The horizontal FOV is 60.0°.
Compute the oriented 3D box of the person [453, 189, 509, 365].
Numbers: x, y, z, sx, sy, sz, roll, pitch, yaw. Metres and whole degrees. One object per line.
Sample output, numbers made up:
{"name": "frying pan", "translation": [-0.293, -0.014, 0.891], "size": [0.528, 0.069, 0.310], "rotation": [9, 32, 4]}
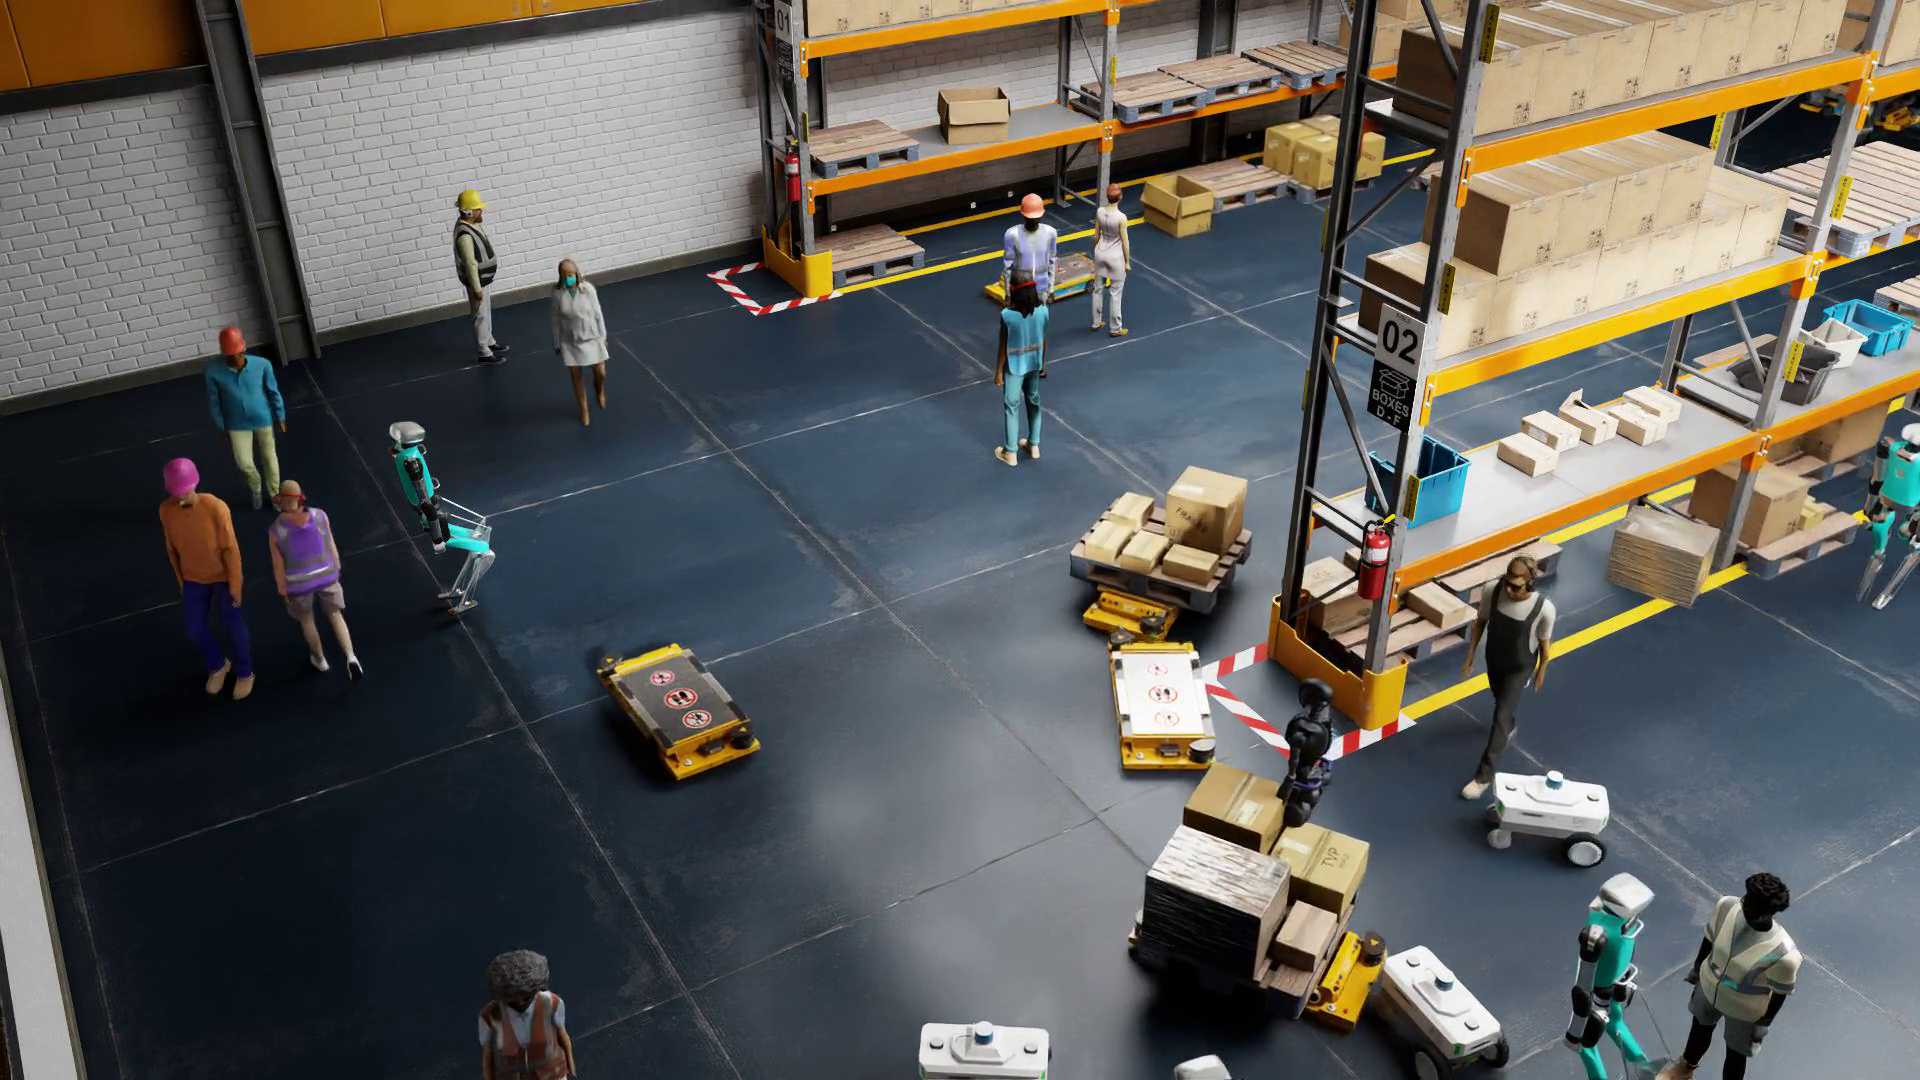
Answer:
{"name": "person", "translation": [-4.887, -2.675, 16.890], "size": [0.403, 1.825, 0.589], "rotation": [-5, 32, -8]}

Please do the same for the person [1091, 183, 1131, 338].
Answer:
{"name": "person", "translation": [1.591, -2.940, 17.461], "size": [0.447, 1.659, 0.284], "rotation": [24, 39, 33]}

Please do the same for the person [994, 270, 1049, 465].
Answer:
{"name": "person", "translation": [0.557, -1.557, 15.073], "size": [0.495, 1.862, 0.396], "rotation": [-17, 36, -25]}

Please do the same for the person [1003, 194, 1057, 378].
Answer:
{"name": "person", "translation": [0.693, -2.506, 16.512], "size": [0.550, 1.935, 0.369], "rotation": [-7, 33, -11]}

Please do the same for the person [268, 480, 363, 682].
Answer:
{"name": "person", "translation": [-4.757, 0.321, 12.216], "size": [0.496, 1.638, 0.619], "rotation": [-22, 38, -30]}

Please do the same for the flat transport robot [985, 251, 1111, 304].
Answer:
{"name": "flat transport robot", "translation": [1.042, -2.919, 18.739], "size": [1.431, 0.231, 0.659], "rotation": [-21, 38, -29]}

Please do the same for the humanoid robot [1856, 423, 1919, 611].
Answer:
{"name": "humanoid robot", "translation": [7.399, -0.116, 13.005], "size": [0.814, 1.888, 0.535], "rotation": [-18, 36, -26]}

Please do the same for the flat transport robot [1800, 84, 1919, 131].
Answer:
{"name": "flat transport robot", "translation": [12.983, -6.211, 23.990], "size": [0.659, 0.231, 1.431], "rotation": [-26, 40, -35]}

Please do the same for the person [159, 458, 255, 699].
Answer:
{"name": "person", "translation": [-5.427, 0.293, 12.020], "size": [0.531, 1.966, 0.483], "rotation": [-2, 32, -3]}

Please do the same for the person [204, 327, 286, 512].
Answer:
{"name": "person", "translation": [-6.109, -1.026, 14.326], "size": [0.584, 1.739, 0.388], "rotation": [-14, 35, -21]}

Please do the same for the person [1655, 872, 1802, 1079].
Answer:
{"name": "person", "translation": [4.111, 2.430, 8.862], "size": [0.316, 1.696, 0.540], "rotation": [-15, 35, -22]}

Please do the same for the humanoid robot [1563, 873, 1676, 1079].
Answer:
{"name": "humanoid robot", "translation": [3.461, 2.568, 8.651], "size": [0.542, 1.839, 0.659], "rotation": [-28, 41, -37]}

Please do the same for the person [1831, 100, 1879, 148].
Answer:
{"name": "person", "translation": [10.758, -4.718, 20.132], "size": [0.563, 1.838, 0.390], "rotation": [-16, 36, -24]}

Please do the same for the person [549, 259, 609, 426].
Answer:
{"name": "person", "translation": [-3.607, -1.876, 15.765], "size": [0.523, 1.649, 0.392], "rotation": [-6, 33, -10]}

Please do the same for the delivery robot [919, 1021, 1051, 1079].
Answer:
{"name": "delivery robot", "translation": [0.156, 2.905, 9.184], "size": [0.775, 0.596, 0.499], "rotation": [2, 32, 3]}

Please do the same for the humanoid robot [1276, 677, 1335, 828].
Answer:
{"name": "humanoid robot", "translation": [2.069, 1.538, 10.306], "size": [0.391, 1.654, 0.586], "rotation": [18, 36, 26]}

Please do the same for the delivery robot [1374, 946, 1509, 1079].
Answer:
{"name": "delivery robot", "translation": [2.733, 2.697, 9.503], "size": [0.499, 0.583, 0.777], "rotation": [-14, 35, -21]}

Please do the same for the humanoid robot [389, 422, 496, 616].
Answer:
{"name": "humanoid robot", "translation": [-3.935, -0.211, 12.909], "size": [0.735, 1.681, 0.533], "rotation": [-16, 35, -24]}

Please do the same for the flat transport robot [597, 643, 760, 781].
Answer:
{"name": "flat transport robot", "translation": [-2.078, 1.205, 12.163], "size": [0.659, 0.231, 1.431], "rotation": [-19, 37, -27]}

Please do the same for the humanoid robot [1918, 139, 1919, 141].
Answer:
{"name": "humanoid robot", "translation": [13.461, -6.257, 22.742], "size": [0.591, 1.650, 0.343], "rotation": [-16, 36, -24]}

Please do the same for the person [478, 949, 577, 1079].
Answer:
{"name": "person", "translation": [-2.208, 2.675, 8.518], "size": [0.451, 1.654, 0.811], "rotation": [-8, 33, -12]}

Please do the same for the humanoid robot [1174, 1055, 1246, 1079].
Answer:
{"name": "humanoid robot", "translation": [0.968, 2.979, 7.986], "size": [0.530, 1.800, 0.797], "rotation": [-15, 35, -22]}

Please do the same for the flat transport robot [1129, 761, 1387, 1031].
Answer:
{"name": "flat transport robot", "translation": [1.819, 2.458, 10.163], "size": [1.431, 0.231, 0.659], "rotation": [17, 36, 24]}

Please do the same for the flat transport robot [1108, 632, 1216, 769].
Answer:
{"name": "flat transport robot", "translation": [1.468, 1.170, 12.218], "size": [0.659, 0.231, 1.431], "rotation": [0, 32, 0]}

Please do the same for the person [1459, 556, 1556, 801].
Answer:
{"name": "person", "translation": [3.737, 0.833, 11.331], "size": [0.906, 1.799, 0.503], "rotation": [-26, 40, -35]}

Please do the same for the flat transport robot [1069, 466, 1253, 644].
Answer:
{"name": "flat transport robot", "translation": [1.589, 0.344, 13.536], "size": [0.659, 0.231, 1.431], "rotation": [16, 35, 23]}

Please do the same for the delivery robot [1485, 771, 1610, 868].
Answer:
{"name": "delivery robot", "translation": [3.888, 1.789, 10.965], "size": [0.798, 0.598, 0.499], "rotation": [6, 33, 10]}
